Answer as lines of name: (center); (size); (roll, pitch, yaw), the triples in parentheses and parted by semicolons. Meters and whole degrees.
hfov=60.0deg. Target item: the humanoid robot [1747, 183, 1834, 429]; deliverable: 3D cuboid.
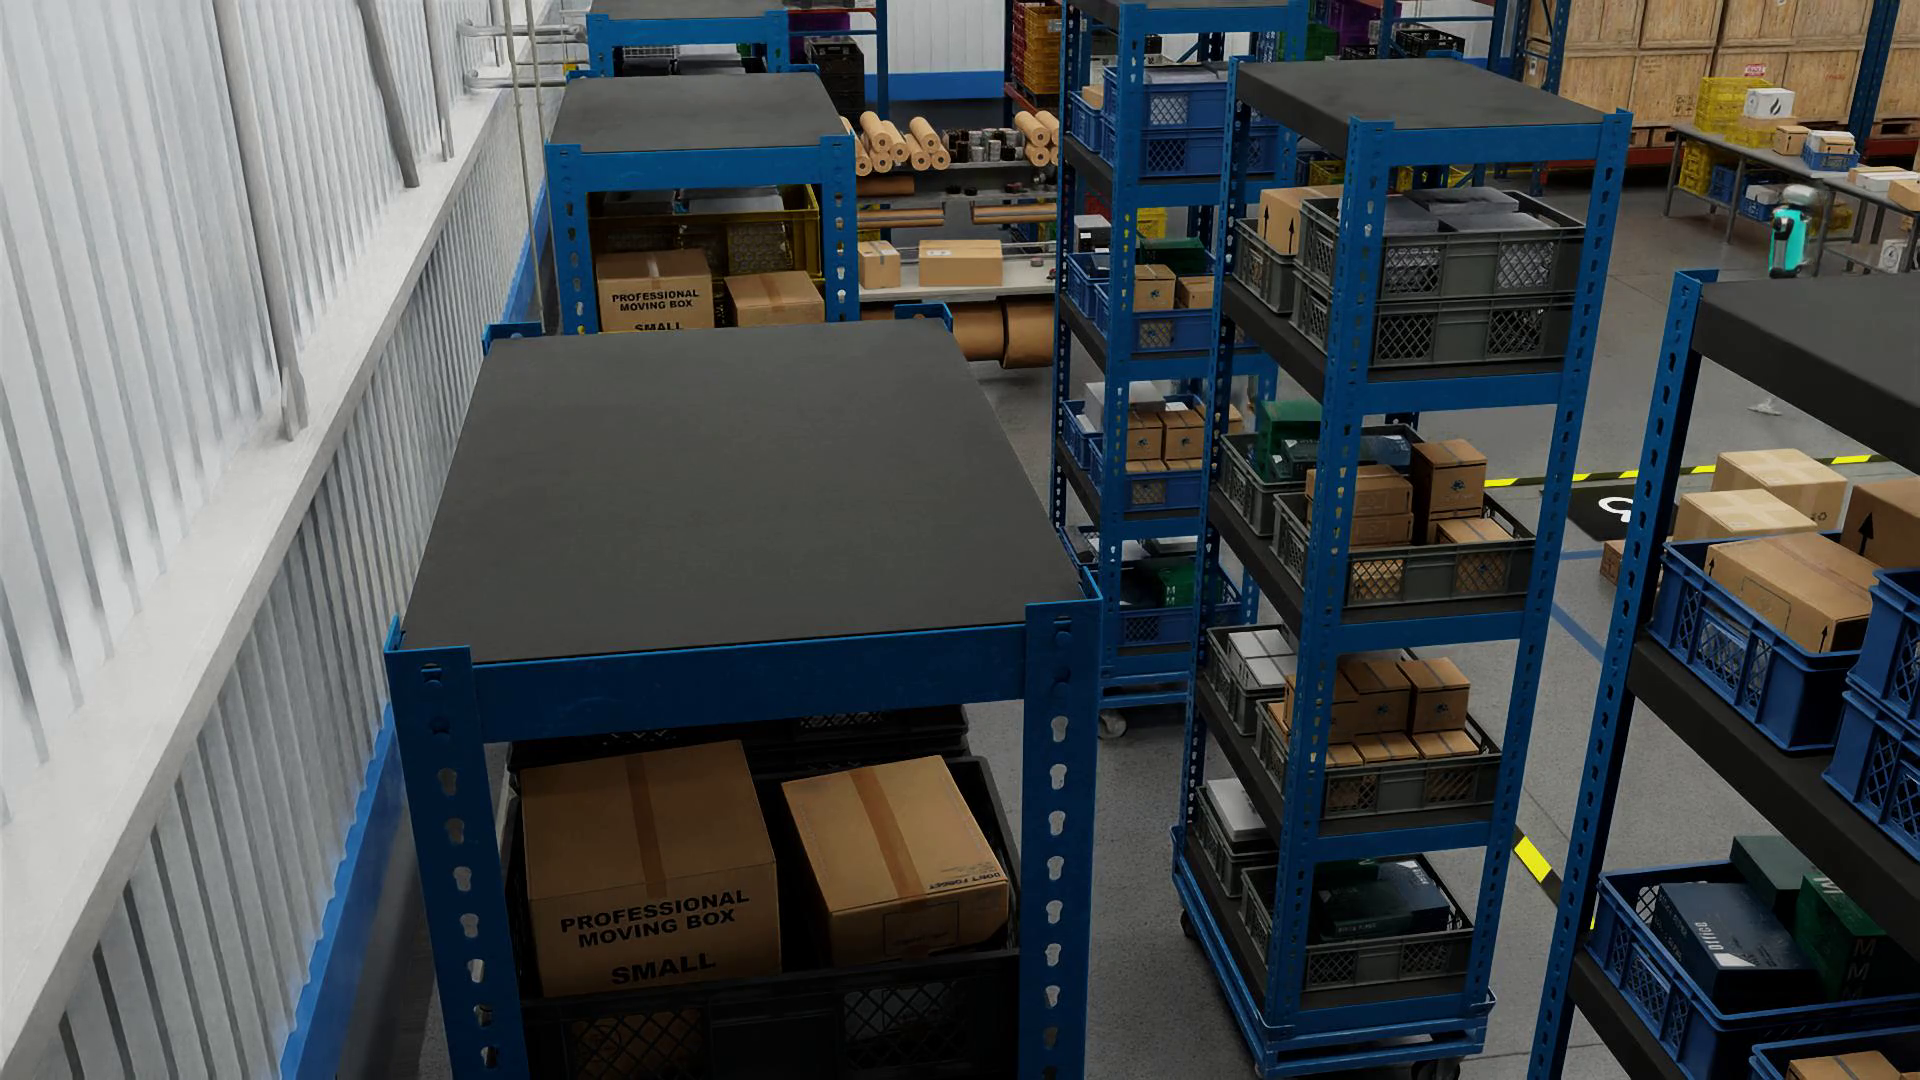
humanoid robot: (6.304, -1.659, 12.214); (0.878, 1.827, 0.549); (17, 30, 33)

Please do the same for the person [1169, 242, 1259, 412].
person: (1.614, -0.993, 10.595); (0.593, 1.829, 0.412); (-4, 25, -9)
